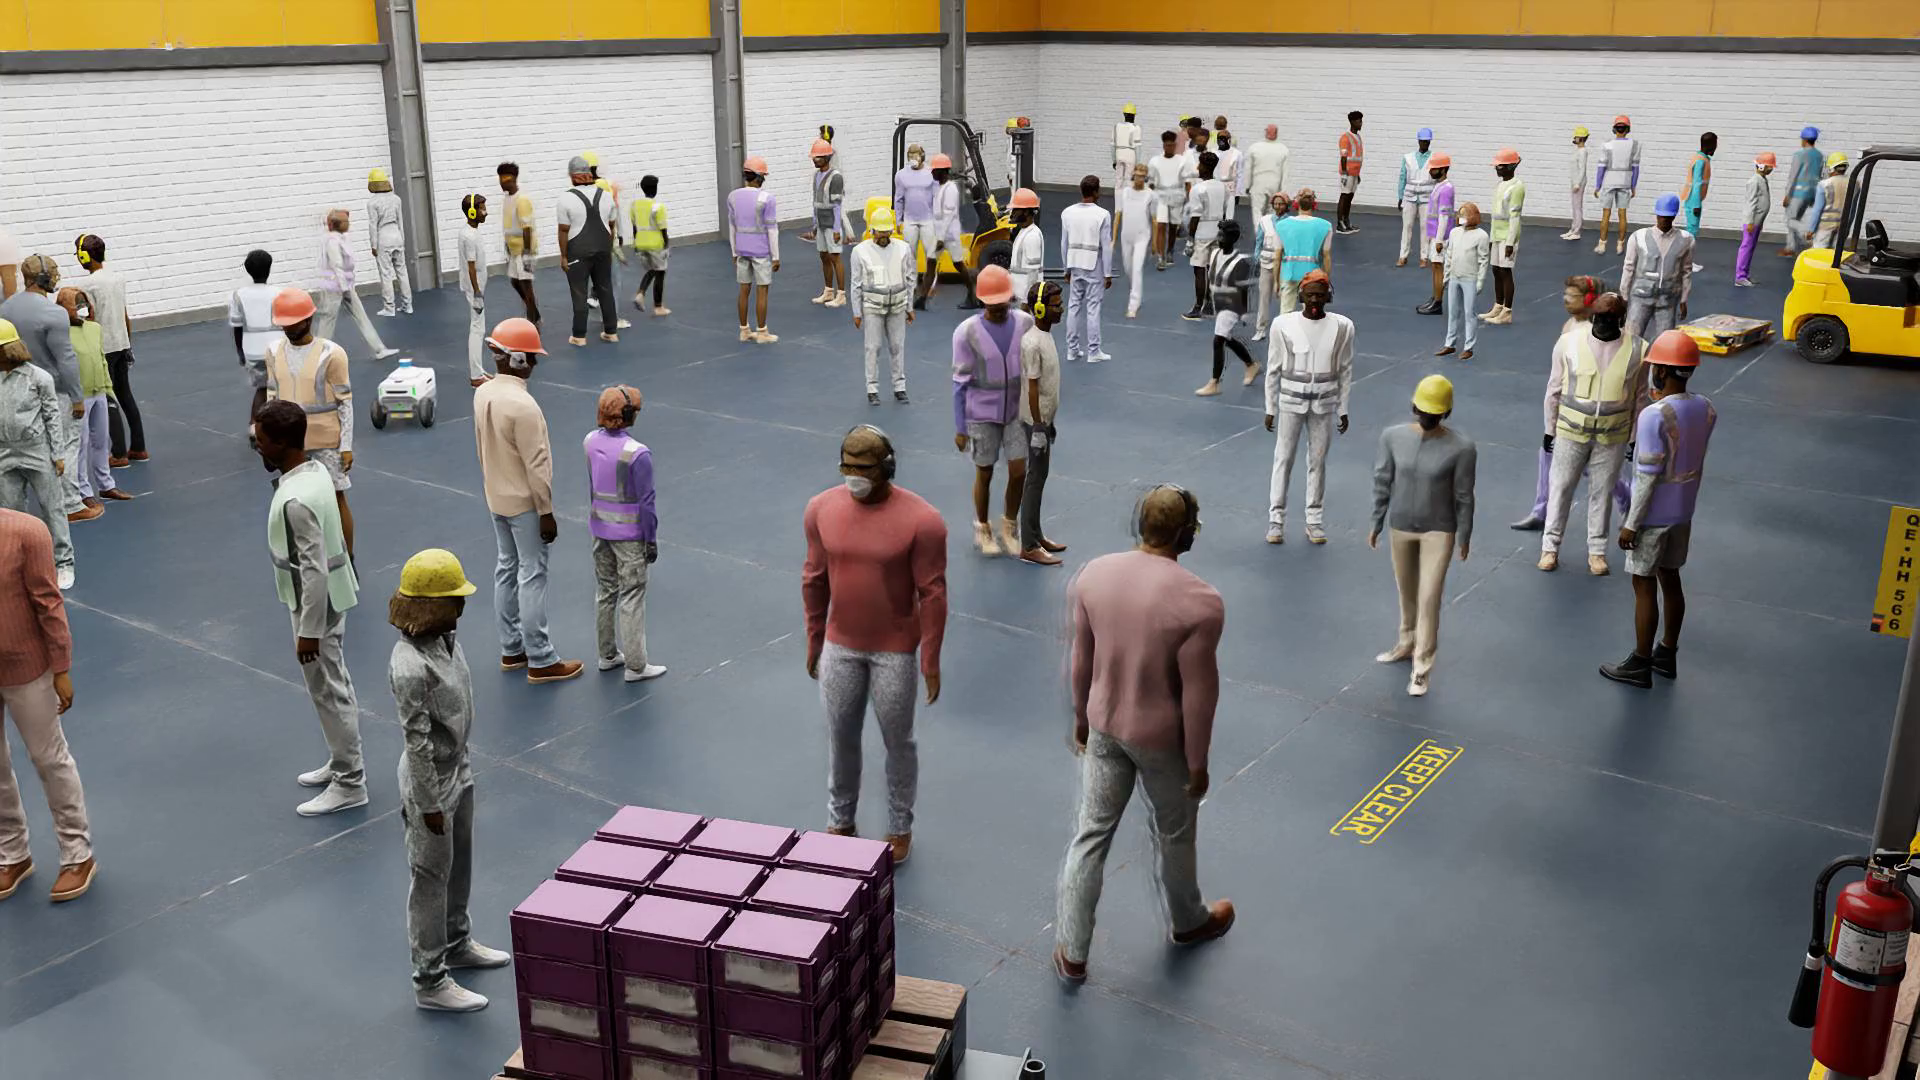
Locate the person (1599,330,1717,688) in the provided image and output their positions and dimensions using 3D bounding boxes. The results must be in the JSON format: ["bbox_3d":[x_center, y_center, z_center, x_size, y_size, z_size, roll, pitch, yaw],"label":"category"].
[{"bbox_3d":[3.738,-0.163,8.934,0.550,1.935,0.375,-11,21,-32],"label":"person"}]

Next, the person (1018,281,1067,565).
[{"bbox_3d":[0.551,-0.773,10.950,0.328,1.872,0.513,3,18,9],"label":"person"}]

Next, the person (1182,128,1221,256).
[{"bbox_3d":[3.516,-5.053,24.290,0.622,1.895,0.446,12,21,33],"label":"person"}]

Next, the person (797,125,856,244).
[{"bbox_3d":[-2.069,-5.502,25.834,0.957,1.820,0.510,0,18,0],"label":"person"}]

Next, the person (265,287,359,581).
[{"bbox_3d":[-4.051,-0.620,10.374,0.543,1.932,0.370,2,18,7],"label":"person"}]

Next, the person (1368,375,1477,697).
[{"bbox_3d":[2.495,-0.064,8.980,0.542,1.732,0.612,12,21,34],"label":"person"}]

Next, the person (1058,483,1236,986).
[{"bbox_3d":[0.680,0.725,6.261,0.648,1.899,0.835,13,22,36],"label":"person"}]

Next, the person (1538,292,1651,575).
[{"bbox_3d":[4.075,-0.682,10.723,0.619,1.838,0.430,5,18,16],"label":"person"}]

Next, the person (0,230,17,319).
[{"bbox_3d":[-8.870,-2.142,14.958,0.699,2.000,0.818,-1,18,-4],"label":"person"}]

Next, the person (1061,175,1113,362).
[{"bbox_3d":[1.311,-2.800,17.214,0.593,1.918,0.388,13,22,34],"label":"person"}]

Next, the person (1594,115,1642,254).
[{"bbox_3d":[9.798,-5.302,24.852,0.605,2.034,0.392,3,18,8],"label":"person"}]

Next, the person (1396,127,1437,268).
[{"bbox_3d":[6.497,-4.839,23.536,0.614,1.949,0.382,8,19,23],"label":"person"}]

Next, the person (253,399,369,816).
[{"bbox_3d":[-2.912,0.300,7.519,0.375,1.916,0.599,-6,19,-17],"label":"person"}]

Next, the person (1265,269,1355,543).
[{"bbox_3d":[2.364,-0.899,11.325,0.577,1.882,0.349,1,18,4],"label":"person"}]

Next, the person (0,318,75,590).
[{"bbox_3d":[-5.848,-0.522,10.371,0.490,1.743,0.324,-2,18,-7],"label":"person"}]

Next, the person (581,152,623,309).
[{"bbox_3d":[-4.486,-3.774,20.320,0.612,1.876,0.965,6,19,19],"label":"person"}]

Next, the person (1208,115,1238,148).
[{"bbox_3d":[4.357,-6.227,28.083,0.651,1.825,0.452,4,18,11],"label":"person"}]

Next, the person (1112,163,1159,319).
[{"bbox_3d":[2.105,-3.598,19.908,0.506,1.801,0.911,9,20,26],"label":"person"}]

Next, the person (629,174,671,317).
[{"bbox_3d":[-3.661,-3.484,19.719,0.551,1.680,0.399,11,21,31],"label":"person"}]

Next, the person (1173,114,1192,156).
[{"bbox_3d":[3.989,-6.728,29.769,0.532,1.756,0.338,-2,18,-8],"label":"person"}]

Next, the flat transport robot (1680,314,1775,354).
[{"bbox_3d":[8.348,-2.270,18.217,0.652,0.197,1.431,16,24,41],"label":"flat transport robot"}]

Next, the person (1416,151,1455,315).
[{"bbox_3d":[5.693,-3.663,19.900,0.389,1.929,0.545,2,18,7],"label":"person"}]

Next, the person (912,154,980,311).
[{"bbox_3d":[-0.184,-3.704,20.096,0.993,1.887,0.559,-7,19,-20],"label":"person"}]

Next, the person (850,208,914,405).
[{"bbox_3d":[-0.708,-2.149,15.347,0.601,1.817,0.403,-6,19,-19],"label":"person"}]

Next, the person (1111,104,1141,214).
[{"bbox_3d":[2.976,-6.792,29.690,0.590,1.923,0.383,13,22,35],"label":"person"}]

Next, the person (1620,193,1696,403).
[{"bbox_3d":[6.419,-2.224,15.370,0.614,1.941,0.406,4,18,12],"label":"person"}]

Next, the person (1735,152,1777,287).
[{"bbox_3d":[10.517,-4.234,21.967,0.329,1.750,0.560,13,22,34],"label":"person"}]

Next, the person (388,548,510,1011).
[{"bbox_3d":[-1.864,0.864,6.057,0.318,1.737,0.486,0,18,1],"label":"person"}]

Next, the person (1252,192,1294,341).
[{"bbox_3d":[3.474,-2.985,18.239,0.512,1.642,0.311,8,19,23],"label":"person"}]

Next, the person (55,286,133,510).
[{"bbox_3d":[-6.388,-1.041,12.171,0.286,1.633,0.500,4,18,13],"label":"person"}]

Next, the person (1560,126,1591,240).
[{"bbox_3d":[9.780,-5.657,26.393,0.318,1.769,0.522,4,18,13],"label":"person"}]

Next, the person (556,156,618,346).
[{"bbox_3d":[-4.094,-3.167,18.161,0.690,2.000,0.537,-14,22,-37],"label":"person"}]

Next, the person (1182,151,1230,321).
[{"bbox_3d":[2.878,-3.559,19.510,0.607,1.966,0.367,-15,23,-39],"label":"person"}]

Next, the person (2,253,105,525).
[{"bbox_3d":[-6.407,-1.052,11.742,0.636,1.927,0.386,10,20,28],"label":"person"}]
